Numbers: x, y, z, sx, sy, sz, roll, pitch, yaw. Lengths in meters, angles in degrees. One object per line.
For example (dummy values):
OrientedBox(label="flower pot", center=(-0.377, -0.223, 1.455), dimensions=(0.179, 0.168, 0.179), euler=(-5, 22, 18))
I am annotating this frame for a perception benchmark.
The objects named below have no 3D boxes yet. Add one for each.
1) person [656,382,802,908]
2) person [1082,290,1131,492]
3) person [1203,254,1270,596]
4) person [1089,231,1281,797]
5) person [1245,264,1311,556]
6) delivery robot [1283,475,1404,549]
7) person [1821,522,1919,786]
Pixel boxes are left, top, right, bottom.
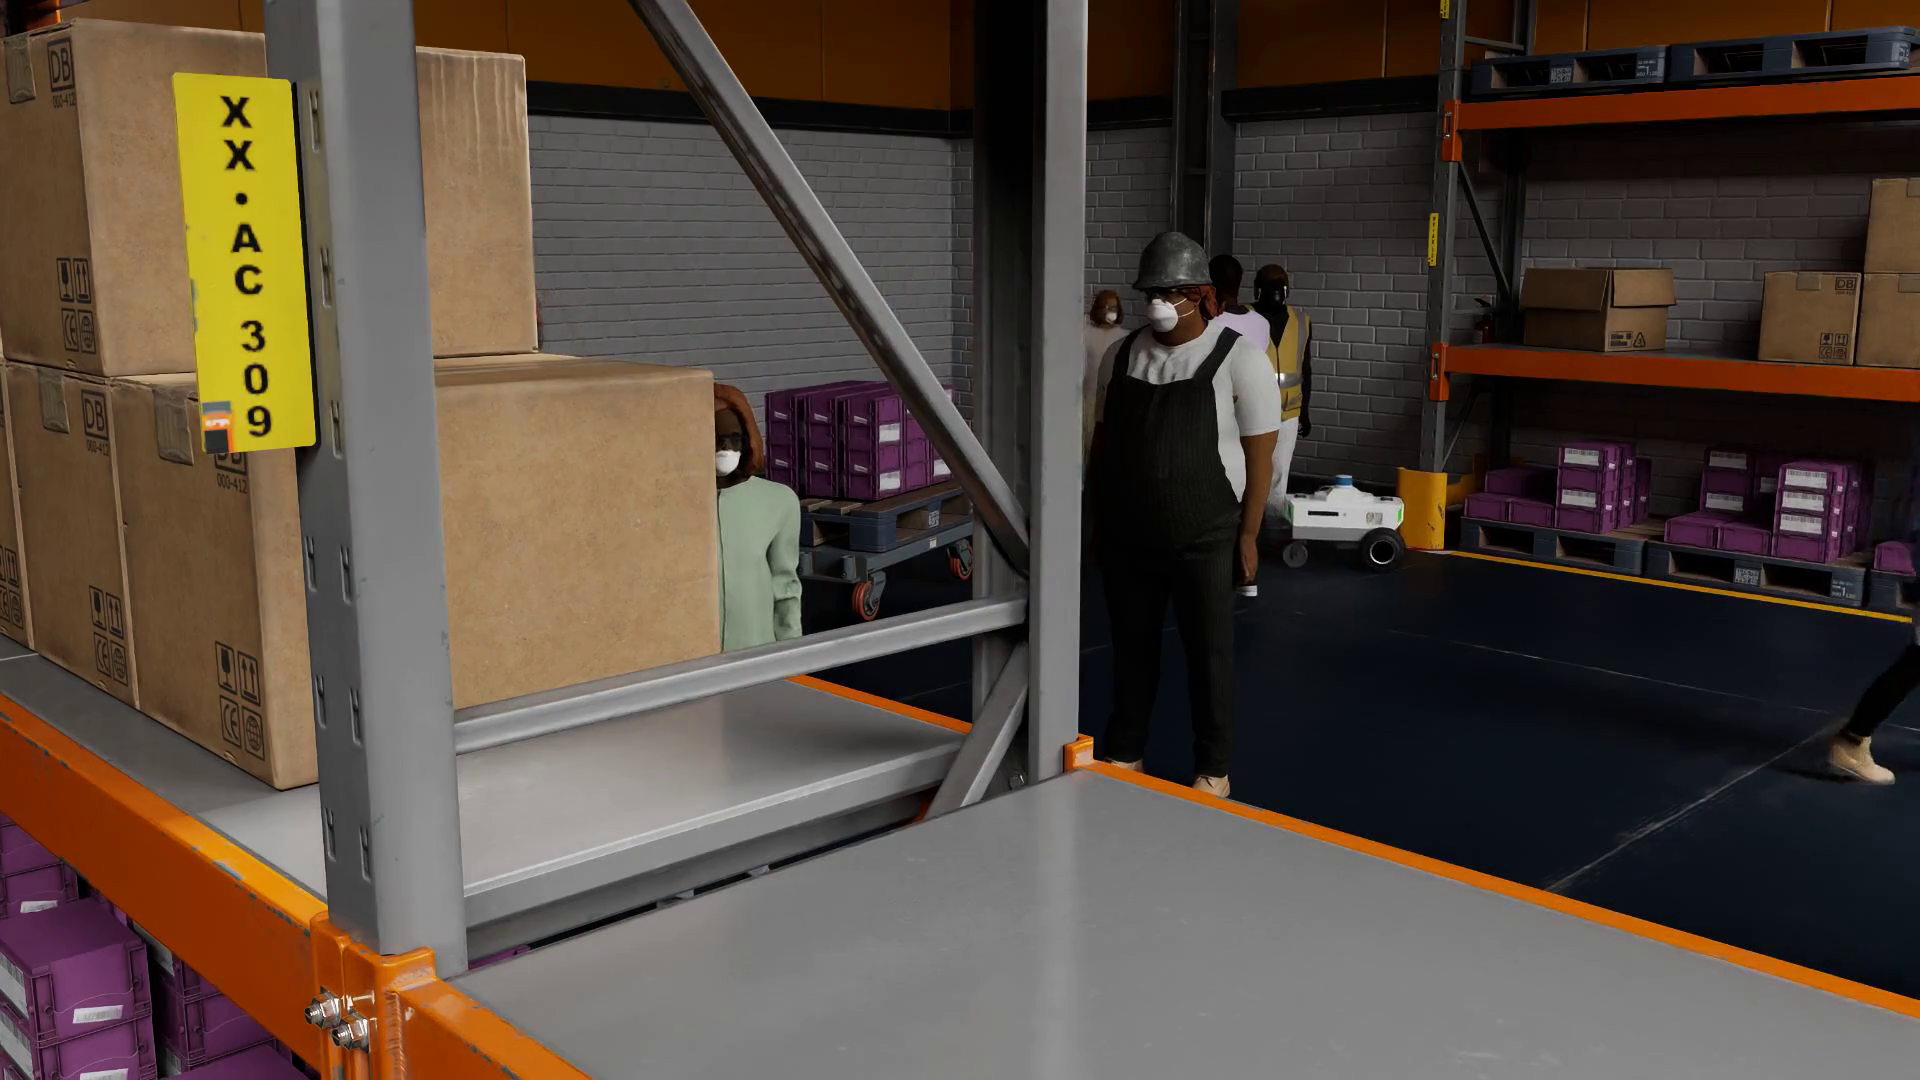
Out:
OrientedBox(label="person", center=(-0.665, 0.380, 4.588), dimensions=(0.497, 1.632, 0.289), euler=(-5, 11, -24))
OrientedBox(label="person", center=(1.067, -1.077, 12.560), dimensions=(0.515, 1.616, 0.467), euler=(-3, 11, -16))
OrientedBox(label="person", center=(1.485, -0.606, 9.185), dimensions=(0.591, 1.916, 0.379), euler=(-10, 15, -44))
OrientedBox(label="person", center=(0.731, -0.057, 5.855), dimensions=(0.688, 2.000, 0.537), euler=(6, 12, 31))
OrientedBox(label="person", center=(1.922, -0.802, 10.458), dimensions=(0.619, 1.845, 0.430), euler=(-2, 11, -10))
OrientedBox(label="delivery robot", center=(2.341, -0.156, 10.181), dimensions=(0.707, 0.478, 0.477), euler=(2, 11, 10))
OrientedBox(label="person", center=(3.611, 0.112, 5.992), dimensions=(0.869, 1.651, 0.541), euler=(3, 11, 18))
